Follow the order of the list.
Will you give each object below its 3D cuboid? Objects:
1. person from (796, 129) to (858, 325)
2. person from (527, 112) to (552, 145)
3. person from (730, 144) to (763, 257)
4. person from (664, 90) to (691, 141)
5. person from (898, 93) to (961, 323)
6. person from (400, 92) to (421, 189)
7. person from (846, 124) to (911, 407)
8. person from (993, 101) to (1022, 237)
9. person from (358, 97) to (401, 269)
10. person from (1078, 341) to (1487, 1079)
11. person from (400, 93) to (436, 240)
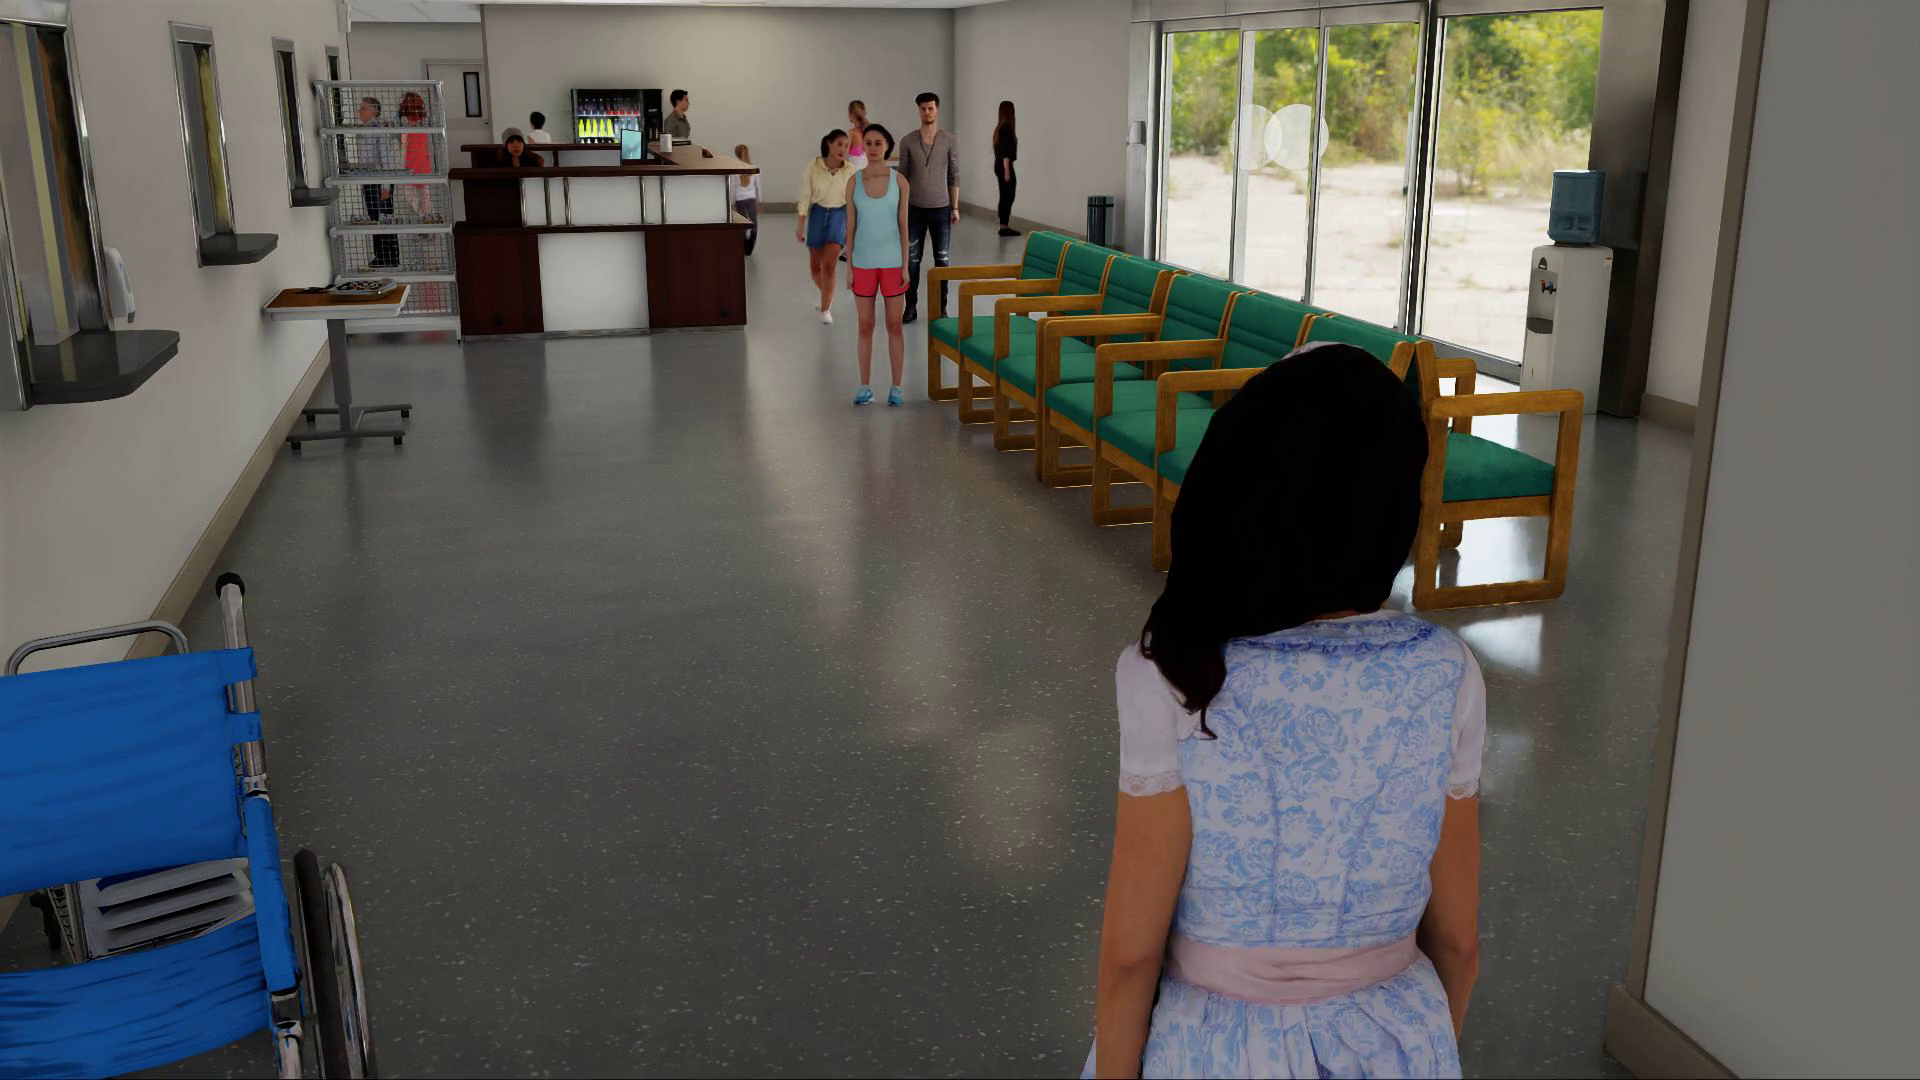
[{"bbox_3d":[-1.124,-2.632,14.038,1.062,1.593,0.868,0,16,0],"label":"person"},{"bbox_3d":[-5.618,-4.979,22.491,0.990,1.523,1.023,13,20,38],"label":"person"},{"bbox_3d":[-2.438,-3.877,19.065,0.724,1.261,0.591,-4,16,-15],"label":"person"},{"bbox_3d":[-3.535,-4.505,20.221,1.137,1.843,1.000,5,17,18],"label":"person"},{"bbox_3d":[-0.267,-2.810,14.098,0.611,1.904,0.797,0,16,1],"label":"person"},{"bbox_3d":[-9.836,-7.171,29.950,0.862,1.694,0.683,-5,16,-16],"label":"person"},{"bbox_3d":[-0.508,-1.719,10.486,0.580,1.764,0.685,1,16,2],"label":"person"},{"bbox_3d":[0.516,-4.784,21.464,0.612,1.706,0.673,-2,16,-8],"label":"person"},{"bbox_3d":[-6.248,-3.819,17.833,0.739,1.818,0.754,14,21,40],"label":"person"},{"bbox_3d":[0.359,0.745,1.765,1.224,1.752,0.984,1,16,4],"label":"person"},{"bbox_3d":[-6.832,-4.702,21.012,0.934,1.793,0.920,12,19,35],"label":"person"}]
